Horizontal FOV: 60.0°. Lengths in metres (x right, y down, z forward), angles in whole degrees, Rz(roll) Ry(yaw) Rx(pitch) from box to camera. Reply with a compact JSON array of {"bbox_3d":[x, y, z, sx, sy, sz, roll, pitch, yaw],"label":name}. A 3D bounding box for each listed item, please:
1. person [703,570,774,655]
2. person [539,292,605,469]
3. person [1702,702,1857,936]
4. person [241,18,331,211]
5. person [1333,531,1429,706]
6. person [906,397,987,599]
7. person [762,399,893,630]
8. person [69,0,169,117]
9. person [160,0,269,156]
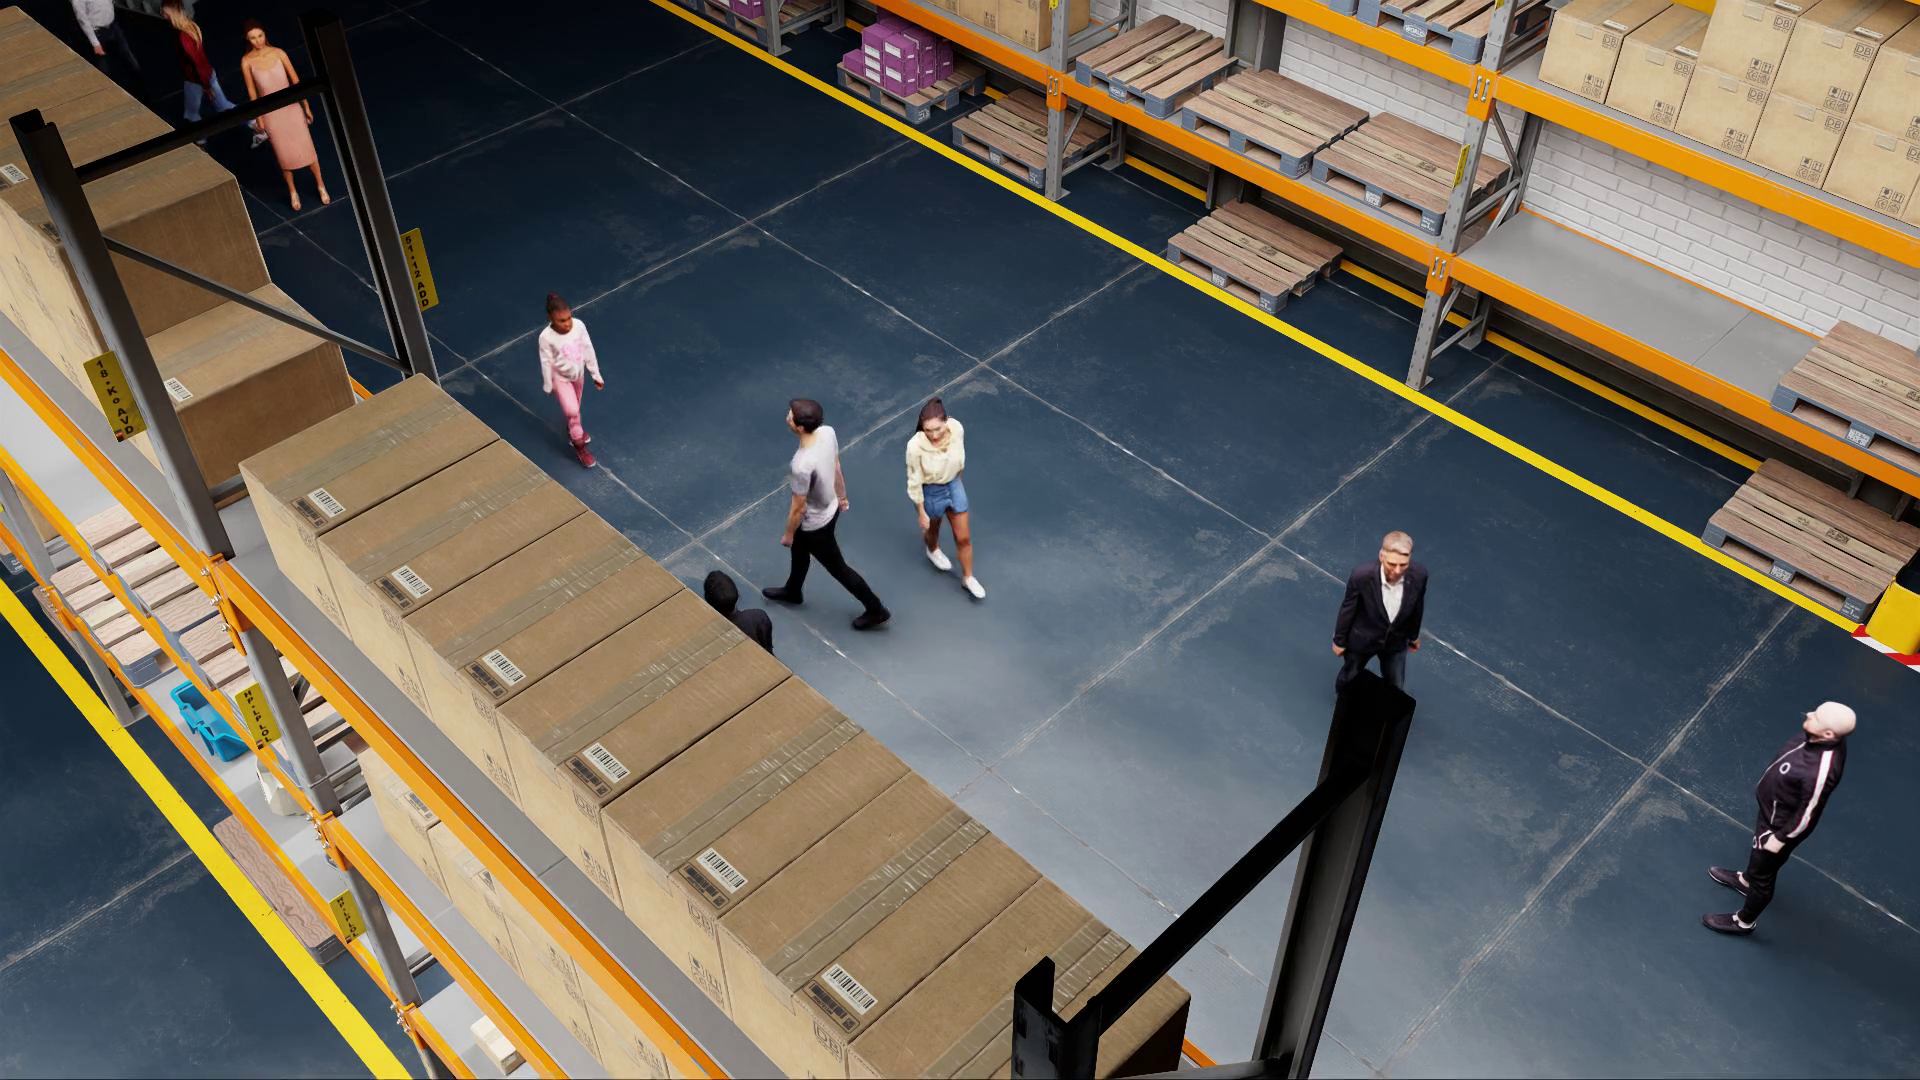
[{"bbox_3d":[-1.279,0.957,9.901,0.771,1.790,0.852,-27,50,-26],"label":"person"},{"bbox_3d":[-2.997,-1.292,12.527,0.757,1.426,0.534,33,53,30],"label":"person"},{"bbox_3d":[4.603,1.537,9.260,0.701,1.836,0.745,19,47,18],"label":"person"},{"bbox_3d":[-6.094,-3.833,14.900,0.672,1.830,0.614,-22,48,-21],"label":"person"},{"bbox_3d":[2.596,0.559,10.316,0.844,1.795,0.905,0,44,0],"label":"person"},{"bbox_3d":[-0.197,-0.372,11.433,0.768,1.602,0.956,-25,49,-24],"label":"person"},{"bbox_3d":[-0.852,-0.127,11.007,1.299,1.836,1.099,9,44,9],"label":"person"},{"bbox_3d":[-8.369,-4.905,16.055,1.239,1.789,1.010,13,45,13],"label":"person"},{"bbox_3d":[-7.023,-4.312,15.570,1.084,1.601,1.092,-4,44,-5],"label":"person"}]
